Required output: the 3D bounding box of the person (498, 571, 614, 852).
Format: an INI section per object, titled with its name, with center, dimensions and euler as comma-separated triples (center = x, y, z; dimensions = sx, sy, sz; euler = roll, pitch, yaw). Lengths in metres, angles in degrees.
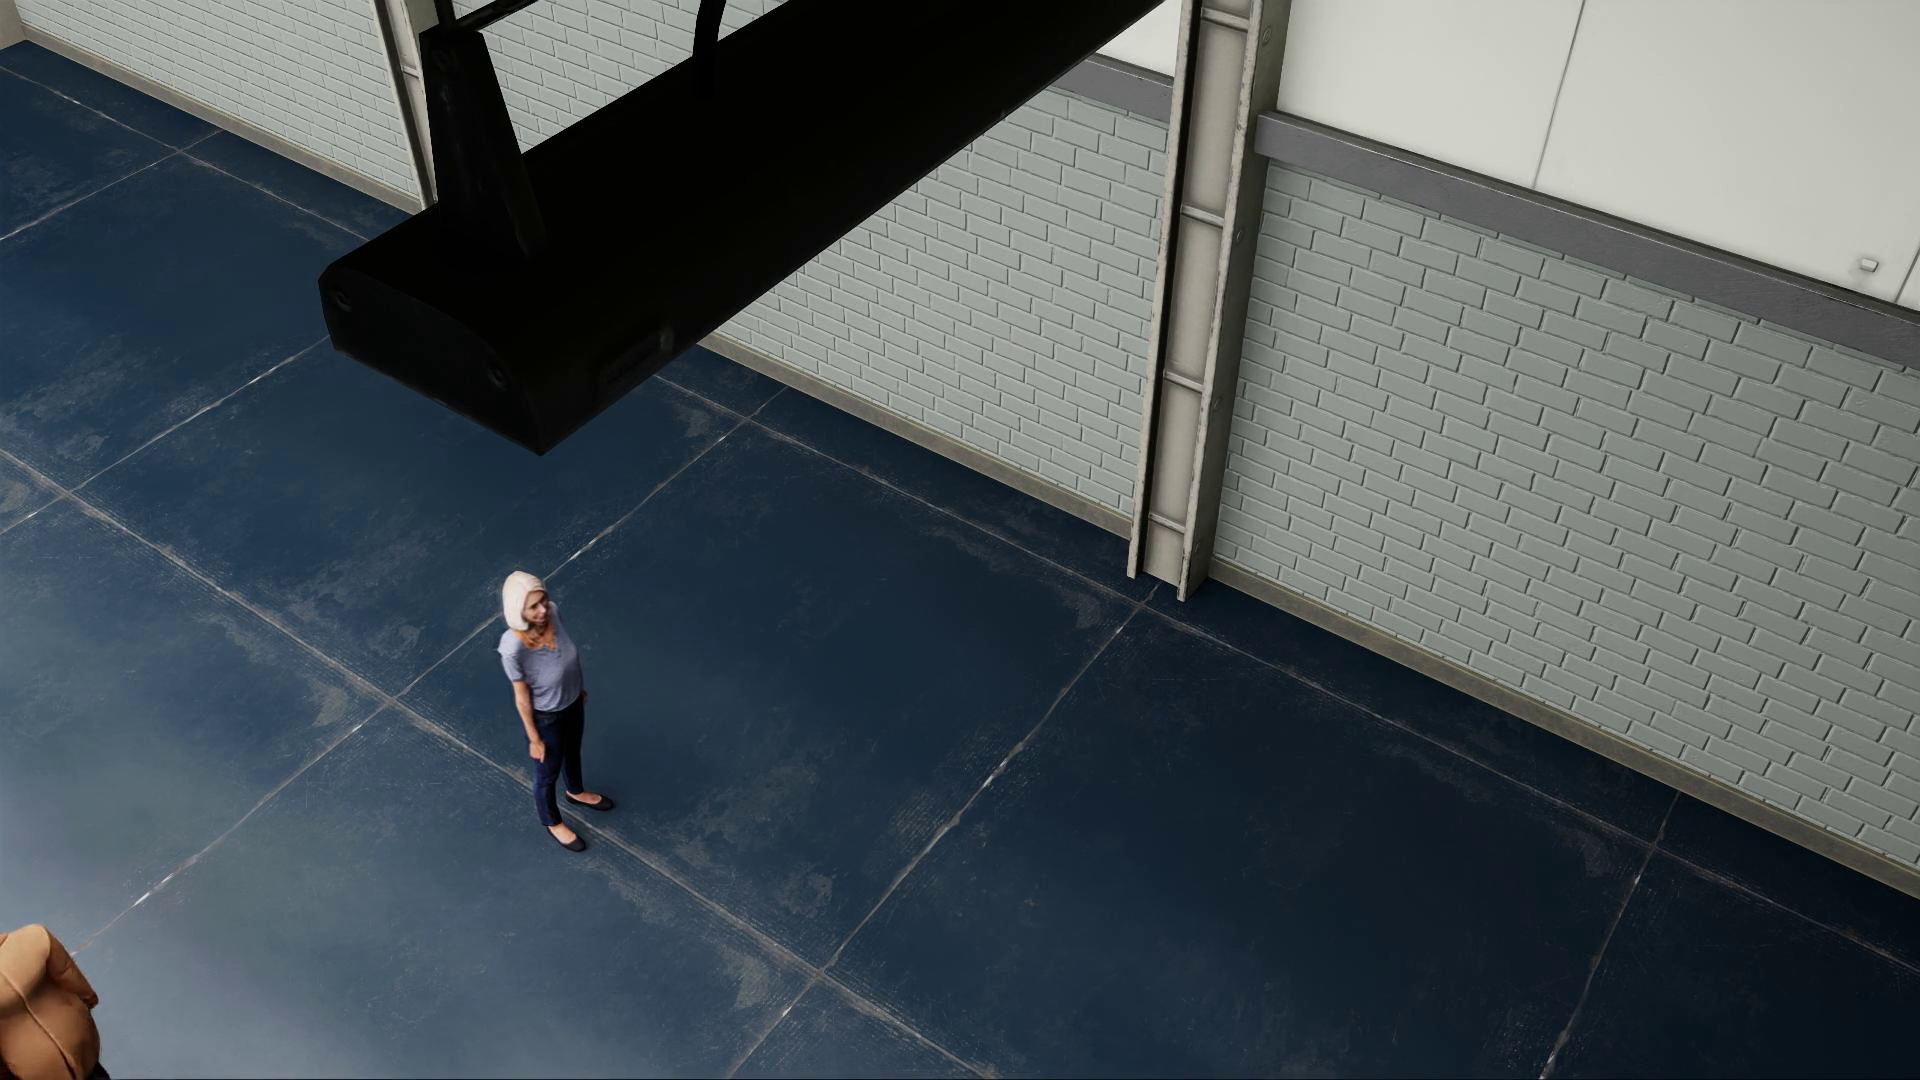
[person]
center = -1.964, 0.793, 7.967
dimensions = 0.579, 1.721, 0.633
euler = 16, 45, 16
